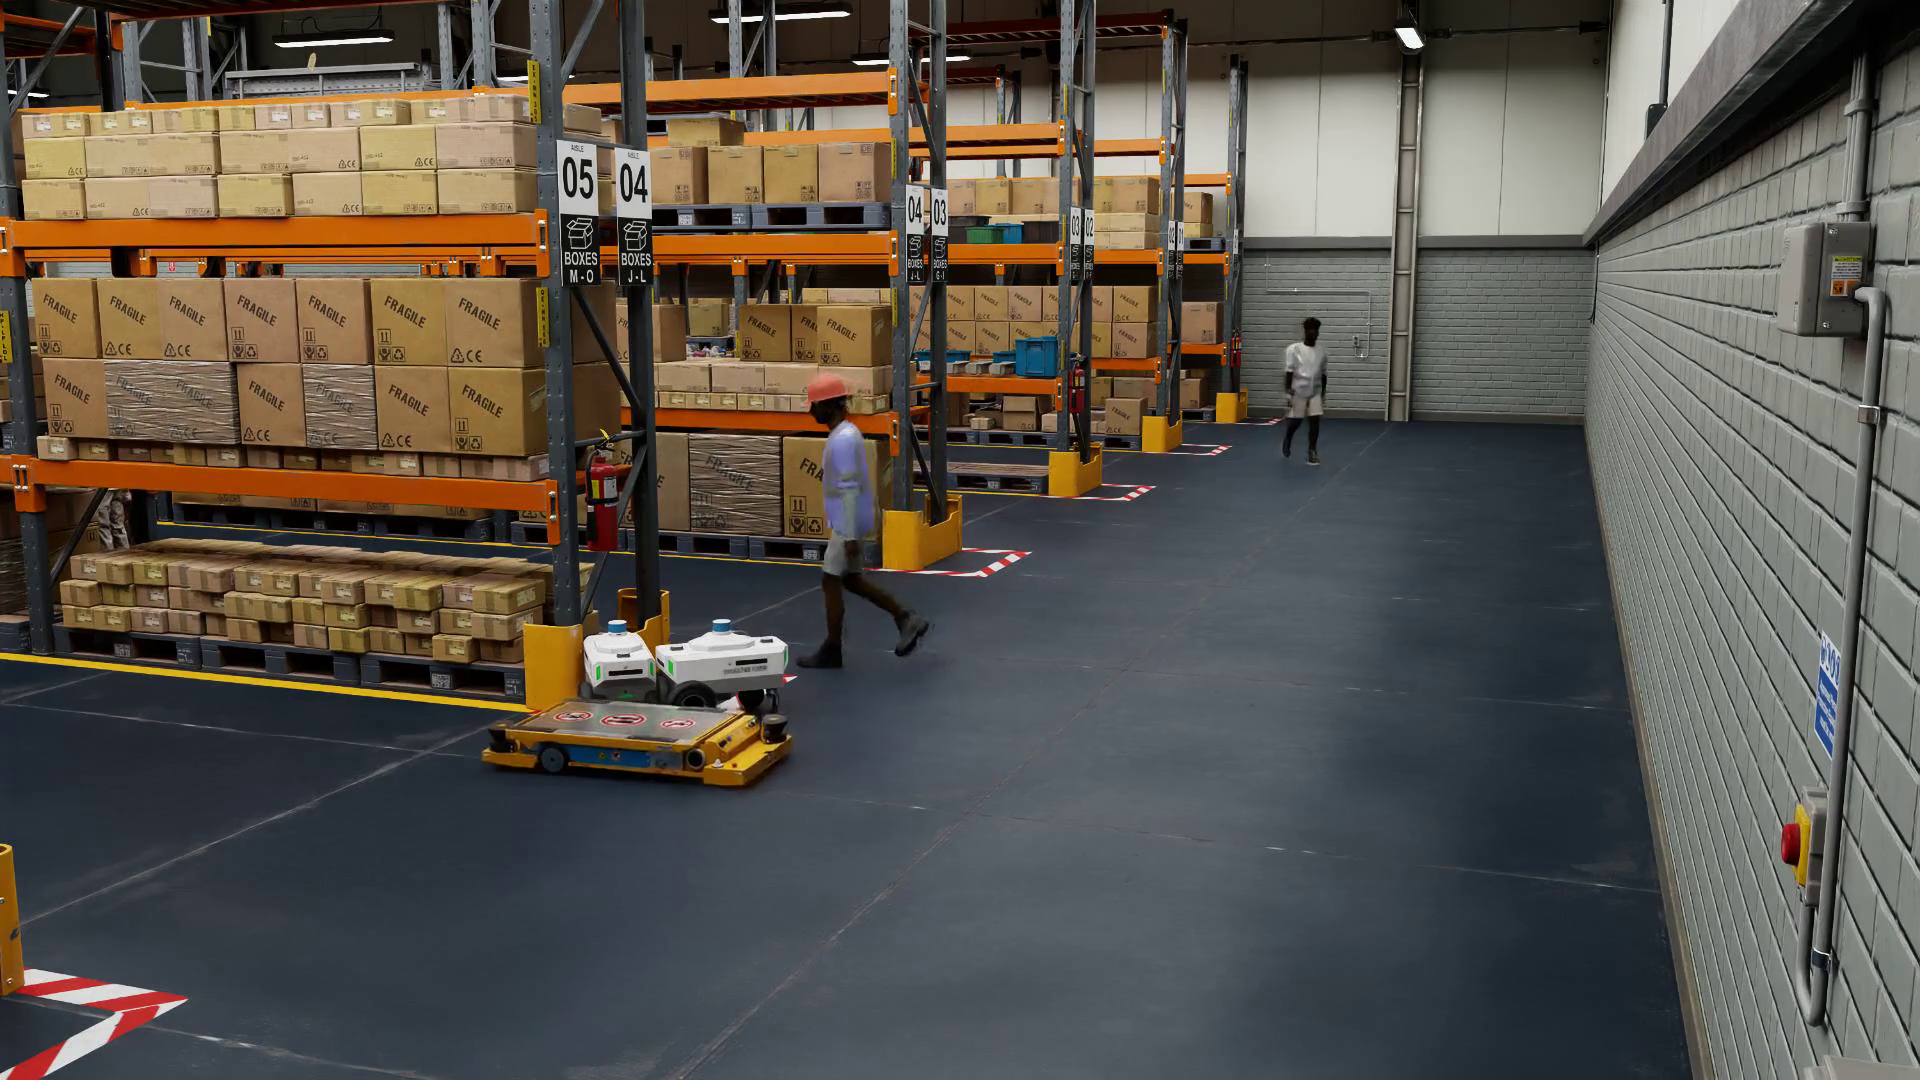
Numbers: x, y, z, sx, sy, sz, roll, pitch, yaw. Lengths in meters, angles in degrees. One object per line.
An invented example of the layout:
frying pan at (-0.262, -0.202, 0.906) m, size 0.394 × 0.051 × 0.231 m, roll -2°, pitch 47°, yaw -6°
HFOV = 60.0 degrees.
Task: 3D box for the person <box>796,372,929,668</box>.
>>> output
person at (-0.626, -0.117, 10.526) m, size 0.758 × 1.900 × 0.588 m, roll 0°, pitch 9°, yaw 0°

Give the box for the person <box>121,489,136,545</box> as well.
person at (-7.037, -0.603, 13.605) m, size 1.004 × 1.889 × 0.545 m, roll -4°, pitch 10°, yaw -21°

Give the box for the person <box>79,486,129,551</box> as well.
person at (-6.718, -0.384, 13.002) m, size 0.317 × 1.629 × 0.509 m, roll 0°, pitch 9°, yaw 0°

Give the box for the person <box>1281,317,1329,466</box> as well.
person at (4.523, -1.959, 21.851) m, size 0.622 × 1.943 × 0.711 m, roll -2°, pitch 9°, yaw -11°

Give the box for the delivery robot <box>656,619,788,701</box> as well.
delivery robot at (-1.333, 0.690, 9.348) m, size 0.707 × 0.478 × 0.477 m, roll -4°, pitch 10°, yaw -22°

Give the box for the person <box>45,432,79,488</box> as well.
person at (-8.361, -0.877, 15.653) m, size 0.312 × 1.768 × 0.530 m, roll 4°, pitch 10°, yaw 22°

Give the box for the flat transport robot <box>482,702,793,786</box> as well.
flat transport robot at (-1.638, 1.015, 8.495) m, size 1.431 × 0.197 × 0.652 m, roll 3°, pitch 9°, yaw 16°

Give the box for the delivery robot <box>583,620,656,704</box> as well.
delivery robot at (-1.914, 0.693, 9.325) m, size 0.477 × 0.478 × 0.707 m, roll -3°, pitch 10°, yaw -17°
